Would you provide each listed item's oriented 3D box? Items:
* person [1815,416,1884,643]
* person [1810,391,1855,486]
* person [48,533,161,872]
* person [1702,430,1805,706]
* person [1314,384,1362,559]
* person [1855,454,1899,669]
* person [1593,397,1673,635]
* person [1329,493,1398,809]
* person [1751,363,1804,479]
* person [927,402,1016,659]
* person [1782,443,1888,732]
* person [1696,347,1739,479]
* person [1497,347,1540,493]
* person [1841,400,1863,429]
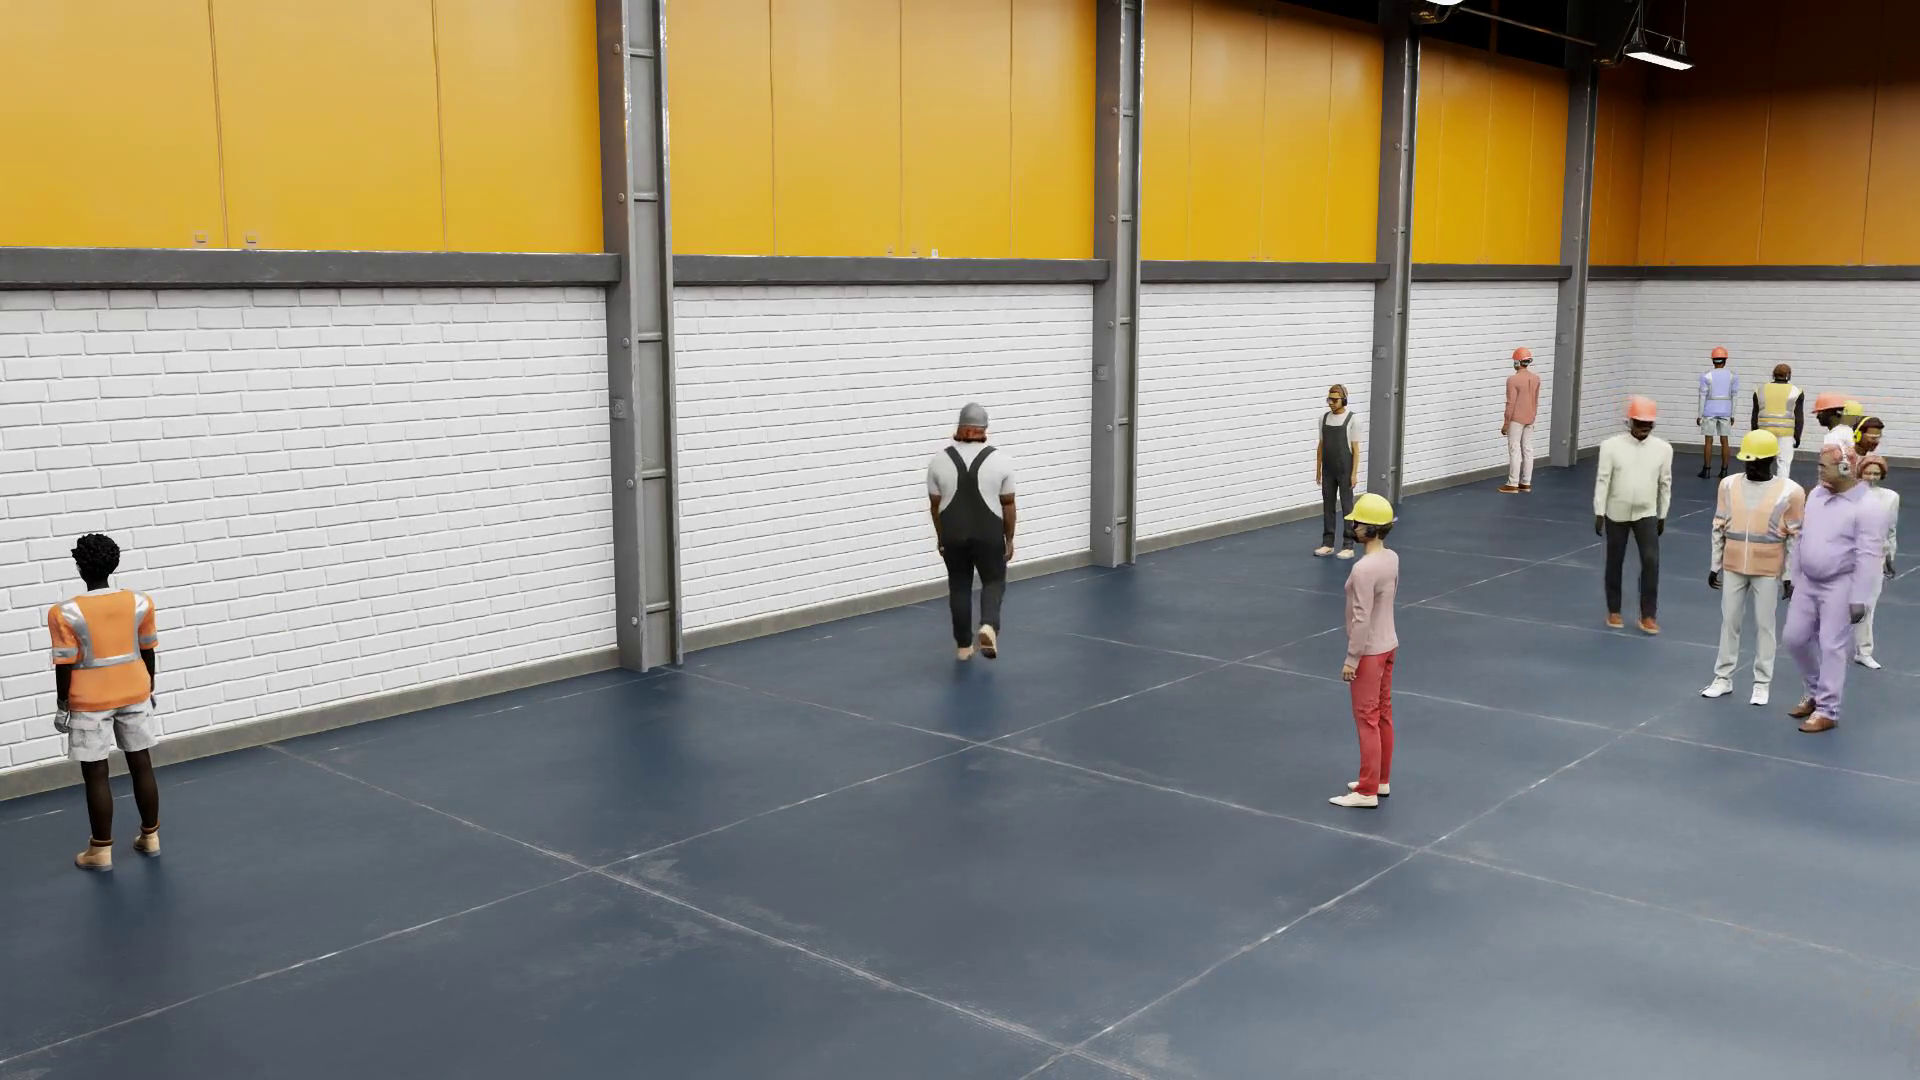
[{"bbox_3d":[7.256,-0.082,13.506,0.544,1.835,0.629,-4,10,-21],"label":"person"},{"bbox_3d":[8.044,-0.412,15.343,0.485,1.908,0.574,7,11,36],"label":"person"},{"bbox_3d":[-4.287,0.808,8.365,0.316,1.696,0.540,6,11,35],"label":"person"},{"bbox_3d":[5.508,0.187,11.564,0.584,1.919,0.382,9,13,44],"label":"person"},{"bbox_3d":[3.975,-0.722,17.533,0.508,1.841,0.334,9,12,43],"label":"person"},{"bbox_3d":[6.815,0.165,12.584,0.512,1.638,0.312,0,9,2],"label":"person"},{"bbox_3d":[5.598,-0.196,13.834,0.643,1.966,0.796,2,9,10],"label":"person"},{"bbox_3d":[2.285,0.619,9.325,0.306,1.772,0.525,6,11,32],"label":"person"},{"bbox_3d":[10.632,-1.376,21.648,0.636,1.836,0.429,7,12,38],"label":"person"},{"bbox_3d":[0.092,-0.066,12.772,0.687,2.000,0.659,2,9,10],"label":"person"},{"bbox_3d":[5.694,0.311,10.889,0.452,1.890,0.685,-3,10,-18],"label":"person"},{"bbox_3d":[11.076,-1.858,24.363,0.546,1.934,0.376,1,9,9],"label":"person"},{"bbox_3d":[7.662,-1.638,22.787,0.612,1.995,0.382,-6,11,-32],"label":"person"},{"bbox_3d":[8.792,-0.518,16.542,0.487,1.744,0.295,-9,13,-44],"label":"person"}]
